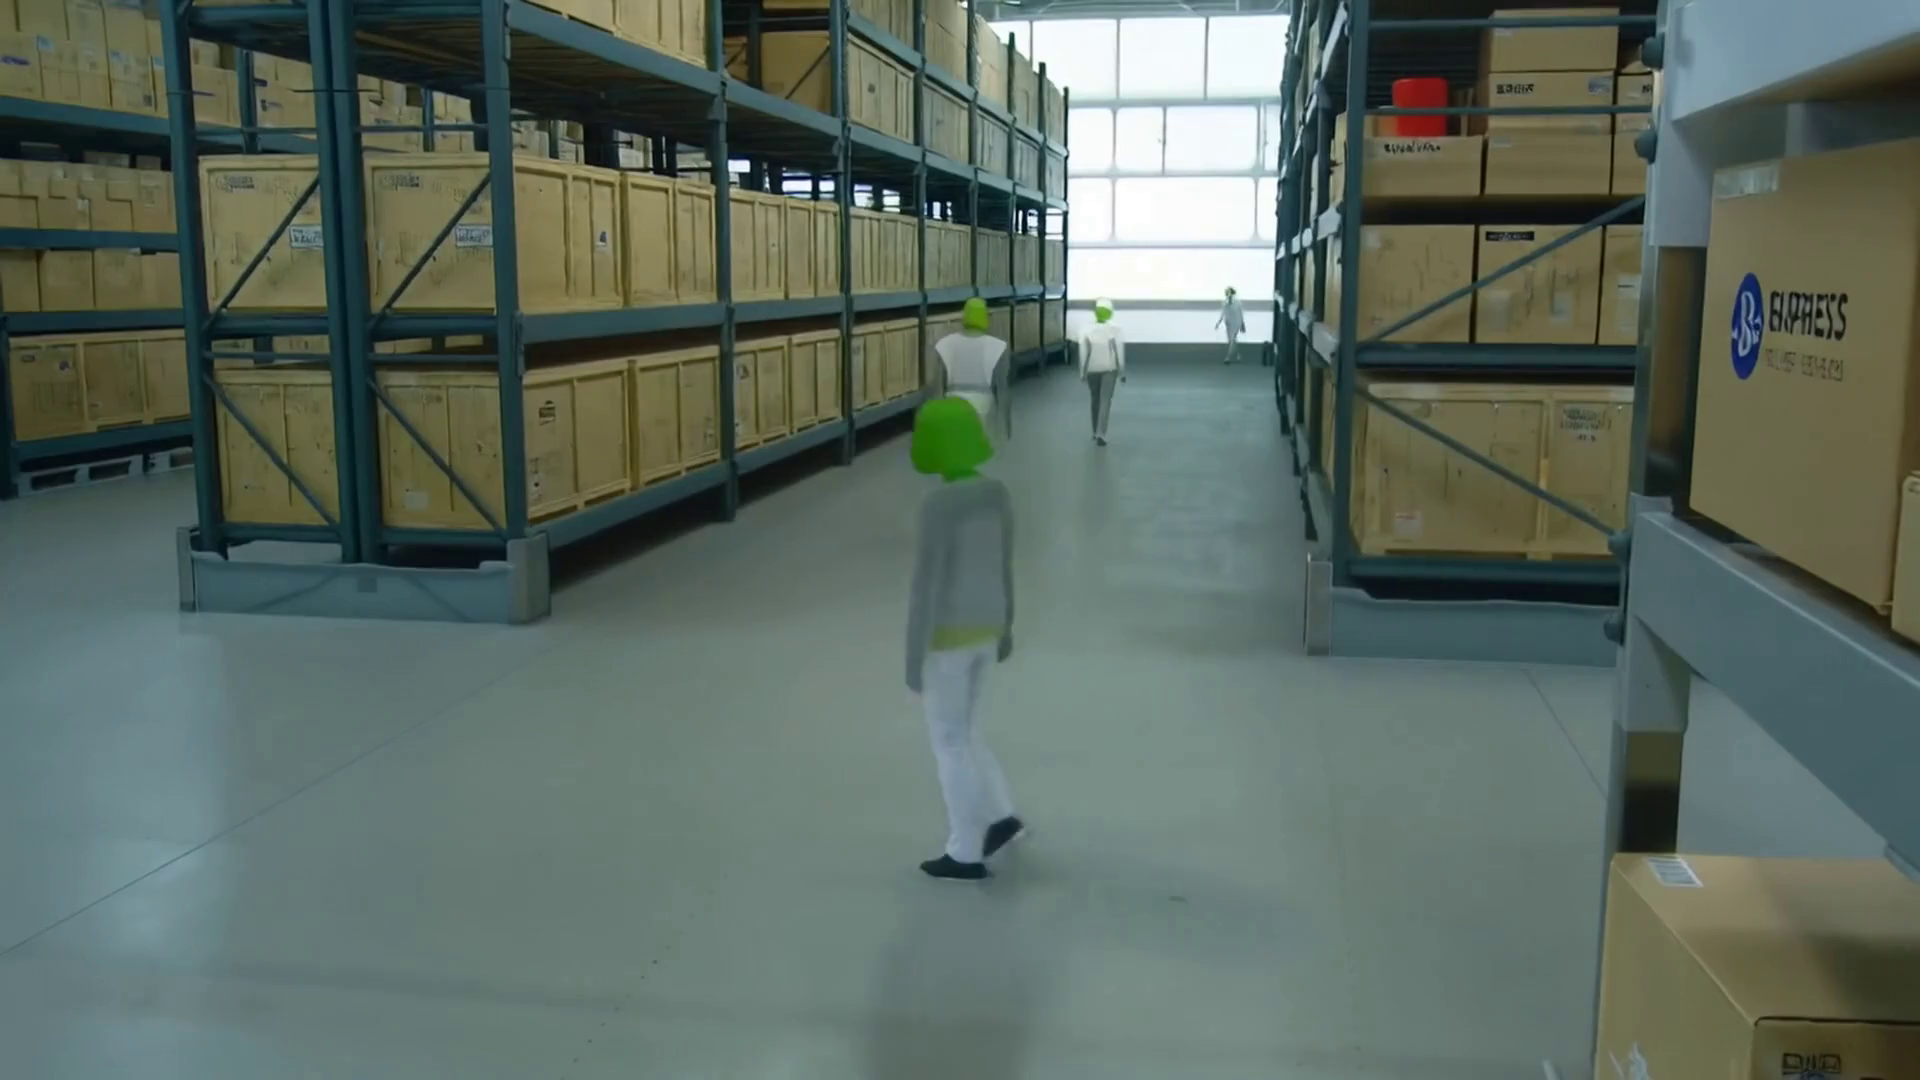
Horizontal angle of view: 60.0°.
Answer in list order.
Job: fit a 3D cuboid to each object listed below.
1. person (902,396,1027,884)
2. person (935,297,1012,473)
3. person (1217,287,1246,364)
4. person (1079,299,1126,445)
[{"bbox_3d":[-0.022,0.334,5.486,0.340,1.616,0.533,7,11,36],"label":"person"},{"bbox_3d":[0.106,-0.950,12.836,0.599,1.825,0.524,2,9,9],"label":"person"},{"bbox_3d":[6.058,-4.761,36.882,0.901,1.705,0.584,-8,12,-40],"label":"person"},{"bbox_3d":[1.682,-1.979,19.614,0.540,1.709,0.884,4,10,24],"label":"person"}]
